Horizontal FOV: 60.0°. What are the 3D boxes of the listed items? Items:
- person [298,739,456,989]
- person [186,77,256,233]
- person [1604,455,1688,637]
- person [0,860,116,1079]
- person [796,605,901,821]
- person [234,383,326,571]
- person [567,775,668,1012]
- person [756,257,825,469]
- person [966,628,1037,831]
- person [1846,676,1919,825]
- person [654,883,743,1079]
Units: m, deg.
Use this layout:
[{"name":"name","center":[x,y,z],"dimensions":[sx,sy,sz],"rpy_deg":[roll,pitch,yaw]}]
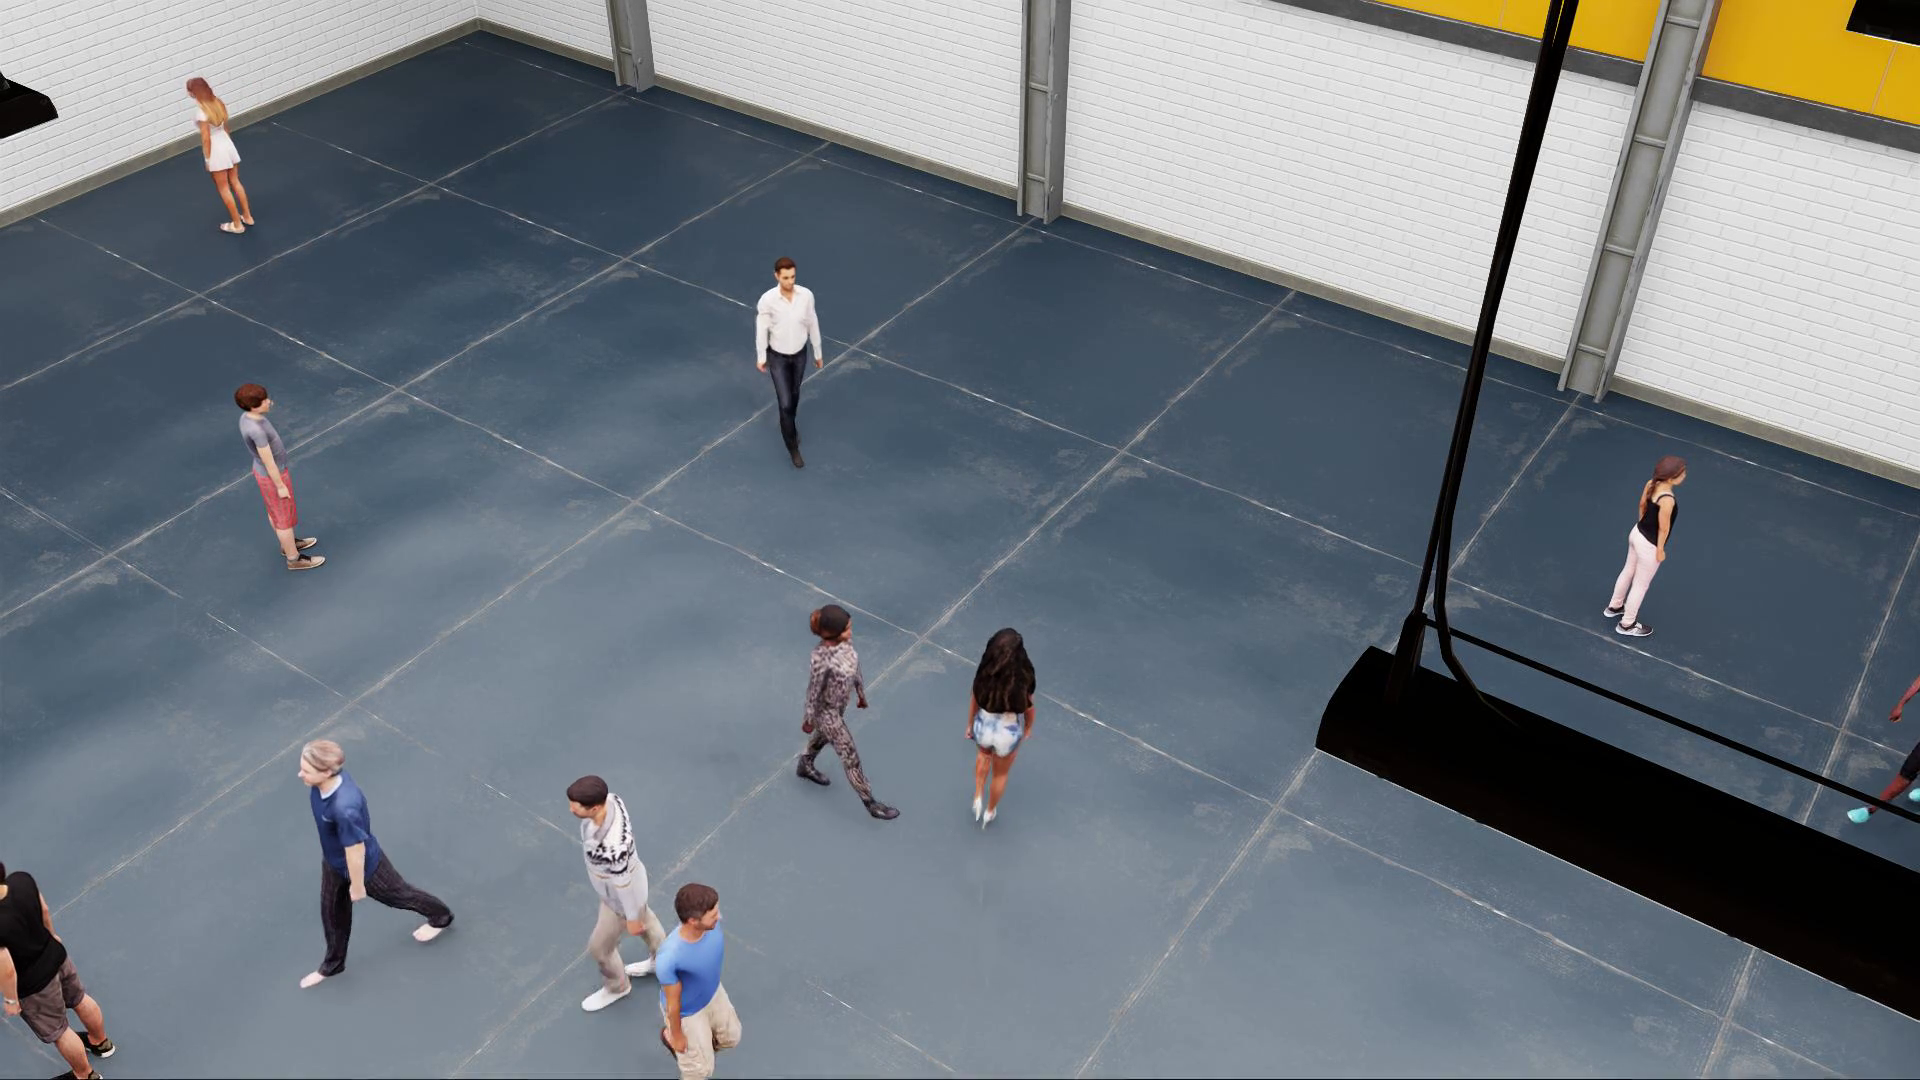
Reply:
[{"name":"person","center":[-3.495,1.866,9.869],"dimensions":[0.950,1.817,1.208],"rpy_deg":[-27,46,-29]},{"name":"person","center":[-7.723,-4.031,17.354],"dimensions":[0.670,1.689,0.665],"rpy_deg":[11,40,14]},{"name":"person","center":[5.124,0.018,12.384],"dimensions":[0.664,1.565,0.616],"rpy_deg":[-2,39,-3]},{"name":"person","center":[-5.110,2.375,9.196],"dimensions":[0.778,1.862,0.764],"rpy_deg":[1,39,2]},{"name":"person","center":[-0.914,1.075,10.977],"dimensions":[1.126,1.669,0.669],"rpy_deg":[20,43,23]},{"name":"person","center":[-5.370,-0.504,12.969],"dimensions":[0.720,1.651,0.604],"rpy_deg":[-19,42,-22]},{"name":"person","center":[-1.884,2.013,9.674],"dimensions":[1.014,1.830,0.954],"rpy_deg":[-7,39,-9]},{"name":"person","center":[-1.506,-1.618,14.205],"dimensions":[0.950,1.850,1.084],"rpy_deg":[-19,42,-22]},{"name":"person","center":[0.231,1.315,10.738],"dimensions":[0.648,1.593,0.745],"rpy_deg":[8,39,10]},{"name":"person","center":[6.474,1.167,10.864],"dimensions":[1.066,1.667,1.116],"rpy_deg":[-13,40,-15]},{"name":"person","center":[-1.515,2.474,9.088],"dimensions":[0.838,1.842,0.674],"rpy_deg":[25,45,28]}]
